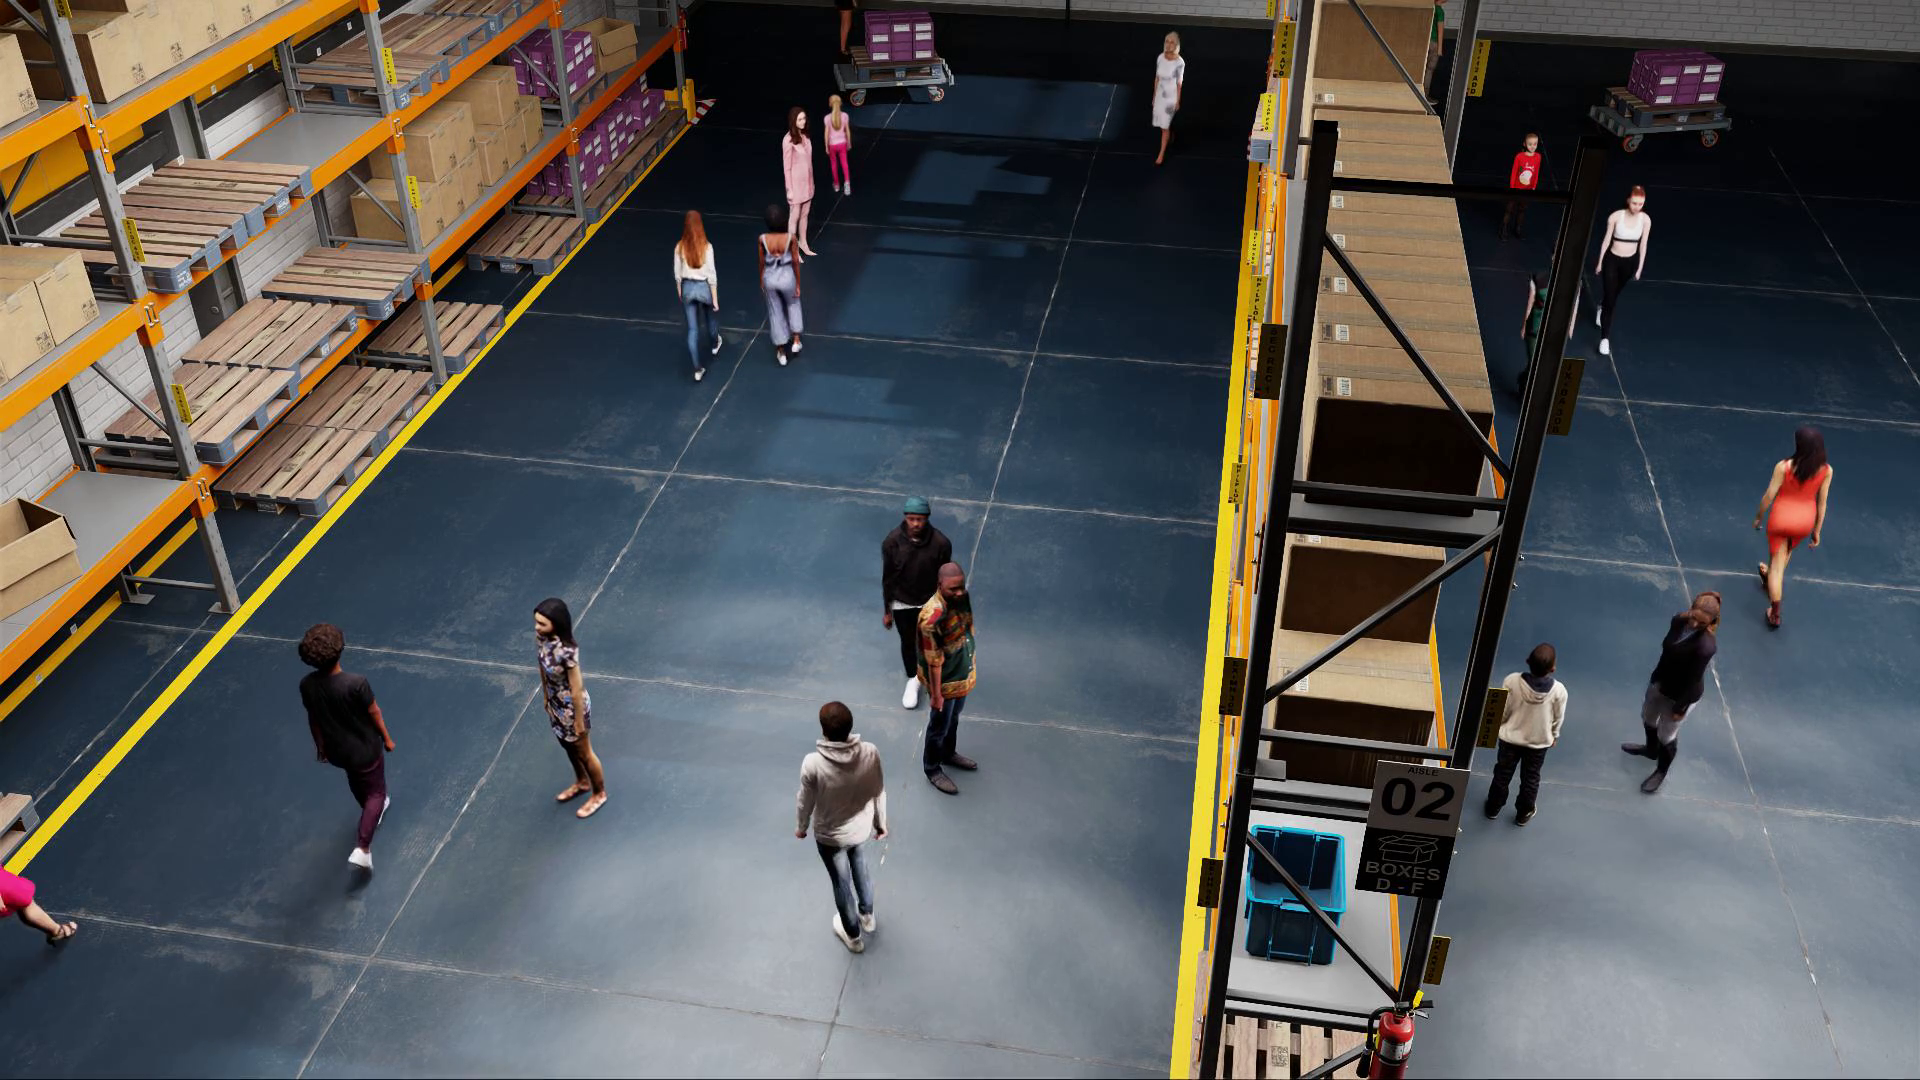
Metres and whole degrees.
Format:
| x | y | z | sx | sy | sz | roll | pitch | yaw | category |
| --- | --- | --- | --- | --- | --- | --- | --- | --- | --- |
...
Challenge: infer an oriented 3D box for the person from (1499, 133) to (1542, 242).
| x | y | z | sx | sy | sz | roll | pitch | yaw | category |
| --- | --- | --- | --- | --- | --- | --- | --- | --- | --- |
| 6.628 | -4.172 | 19.627 | 0.552 | 1.281 | 0.574 | -4 | 34 | -5 | person |

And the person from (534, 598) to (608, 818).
| x | y | z | sx | sy | sz | roll | pitch | yaw | category |
| --- | --- | --- | --- | --- | --- | --- | --- | --- | --- |
| -2.647 | 1.118 | 11.261 | 0.653 | 1.733 | 0.670 | 28 | 43 | 35 | person |

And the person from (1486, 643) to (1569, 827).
| x | y | z | sx | sy | sz | roll | pitch | yaw | category |
| --- | --- | --- | --- | --- | --- | --- | --- | --- | --- |
| 3.816 | 1.312 | 11.220 | 0.631 | 1.455 | 0.596 | 15 | 36 | 21 | person |

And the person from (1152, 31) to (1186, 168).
| x | y | z | sx | sy | sz | roll | pitch | yaw | category |
| --- | --- | --- | --- | --- | --- | --- | --- | --- | --- |
| 2.715 | -5.741 | 21.577 | 0.827 | 1.735 | 0.961 | 25 | 41 | 33 | person |

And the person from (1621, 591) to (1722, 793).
| x | y | z | sx | sy | sz | roll | pitch | yaw | category |
| --- | --- | --- | --- | --- | --- | --- | --- | --- | --- |
| 4.930 | 1.024 | 11.425 | 0.878 | 1.707 | 0.706 | 1 | 34 | 1 | person |

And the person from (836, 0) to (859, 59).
| x | y | z | sx | sy | sz | roll | pitch | yaw | category |
| --- | --- | --- | --- | --- | --- | --- | --- | --- | --- |
| -1.774 | -8.312 | 25.508 | 0.956 | 1.666 | 0.668 | -11 | 35 | -16 | person |

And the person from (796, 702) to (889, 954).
| x | y | z | sx | sy | sz | roll | pitch | yaw | category |
| --- | --- | --- | --- | --- | --- | --- | --- | --- | --- |
| -0.674 | 1.820 | 10.108 | 0.798 | 1.840 | 0.844 | -18 | 38 | -25 | person |

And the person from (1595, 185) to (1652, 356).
| x | y | z | sx | sy | sz | roll | pitch | yaw | category |
| --- | --- | --- | --- | --- | --- | --- | --- | --- | --- |
| 6.839 | -2.867 | 17.282 | 0.590 | 1.704 | 1.170 | 5 | 34 | 7 | person |

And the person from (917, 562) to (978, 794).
| x | y | z | sx | sy | sz | roll | pitch | yaw | category |
| --- | --- | --- | --- | --- | --- | --- | --- | --- | --- |
| -0.090 | 0.913 | 11.503 | 0.847 | 1.805 | 0.718 | 17 | 37 | 24 | person |

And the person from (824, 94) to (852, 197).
| x | y | z | sx | sy | sz | roll | pitch | yaw | category |
| --- | --- | --- | --- | --- | --- | --- | --- | --- | --- |
| -1.511 | -4.924 | 20.779 | 0.691 | 1.258 | 0.856 | -9 | 35 | -14 | person |

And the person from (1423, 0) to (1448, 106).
| x | y | z | sx | sy | sz | roll | pitch | yaw | category |
| --- | --- | --- | --- | --- | --- | --- | --- | --- | --- |
| 6.684 | -7.041 | 23.609 | 0.719 | 1.651 | 0.599 | -9 | 35 | -13 | person |

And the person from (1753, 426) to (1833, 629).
| x | y | z | sx | sy | sz | roll | pitch | yaw | category |
| --- | --- | --- | --- | --- | --- | --- | --- | --- | --- |
| 6.539 | -0.058 | 13.079 | 0.617 | 1.678 | 0.990 | 6 | 34 | 9 | person |

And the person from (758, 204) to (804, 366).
| x | y | z | sx | sy | sz | roll | pitch | yaw | category |
| --- | --- | --- | --- | --- | --- | --- | --- | --- | --- |
| -1.819 | -2.541 | 16.812 | 0.682 | 1.680 | 0.777 | -4 | 34 | -6 | person |

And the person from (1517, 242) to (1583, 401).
| x | y | z | sx | sy | sz | roll | pitch | yaw | category |
| --- | --- | --- | --- | --- | --- | --- | --- | --- | --- |
| 5.599 | -2.020 | 15.905 | 0.815 | 1.817 | 1.137 | -2 | 34 | -3 | person |

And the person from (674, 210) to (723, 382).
| x | y | z | sx | sy | sz | roll | pitch | yaw | category |
| --- | --- | --- | --- | --- | --- | --- | --- | --- | --- |
| -2.623 | -2.401 | 16.591 | 0.673 | 1.693 | 1.066 | 4 | 34 | 7 | person |

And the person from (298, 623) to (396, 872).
| x | y | z | sx | sy | sz | roll | pitch | yaw | category |
| --- | --- | --- | --- | --- | --- | --- | --- | --- | --- |
| -3.996 | 1.363 | 10.870 | 0.646 | 1.757 | 1.057 | 4 | 34 | 5 | person |

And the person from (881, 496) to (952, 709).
| x | y | z | sx | sy | sz | roll | pitch | yaw | category |
| --- | --- | --- | --- | --- | --- | --- | --- | --- | --- |
| -0.314 | 0.404 | 12.270 | 0.673 | 1.805 | 0.697 | 3 | 34 | 5 | person |

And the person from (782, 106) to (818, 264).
| x | y | z | sx | sy | sz | roll | pitch | yaw | category |
| --- | --- | --- | --- | --- | --- | --- | --- | --- | --- |
| -1.844 | -4.073 | 19.008 | 0.744 | 1.801 | 0.609 | 22 | 39 | 29 | person |
